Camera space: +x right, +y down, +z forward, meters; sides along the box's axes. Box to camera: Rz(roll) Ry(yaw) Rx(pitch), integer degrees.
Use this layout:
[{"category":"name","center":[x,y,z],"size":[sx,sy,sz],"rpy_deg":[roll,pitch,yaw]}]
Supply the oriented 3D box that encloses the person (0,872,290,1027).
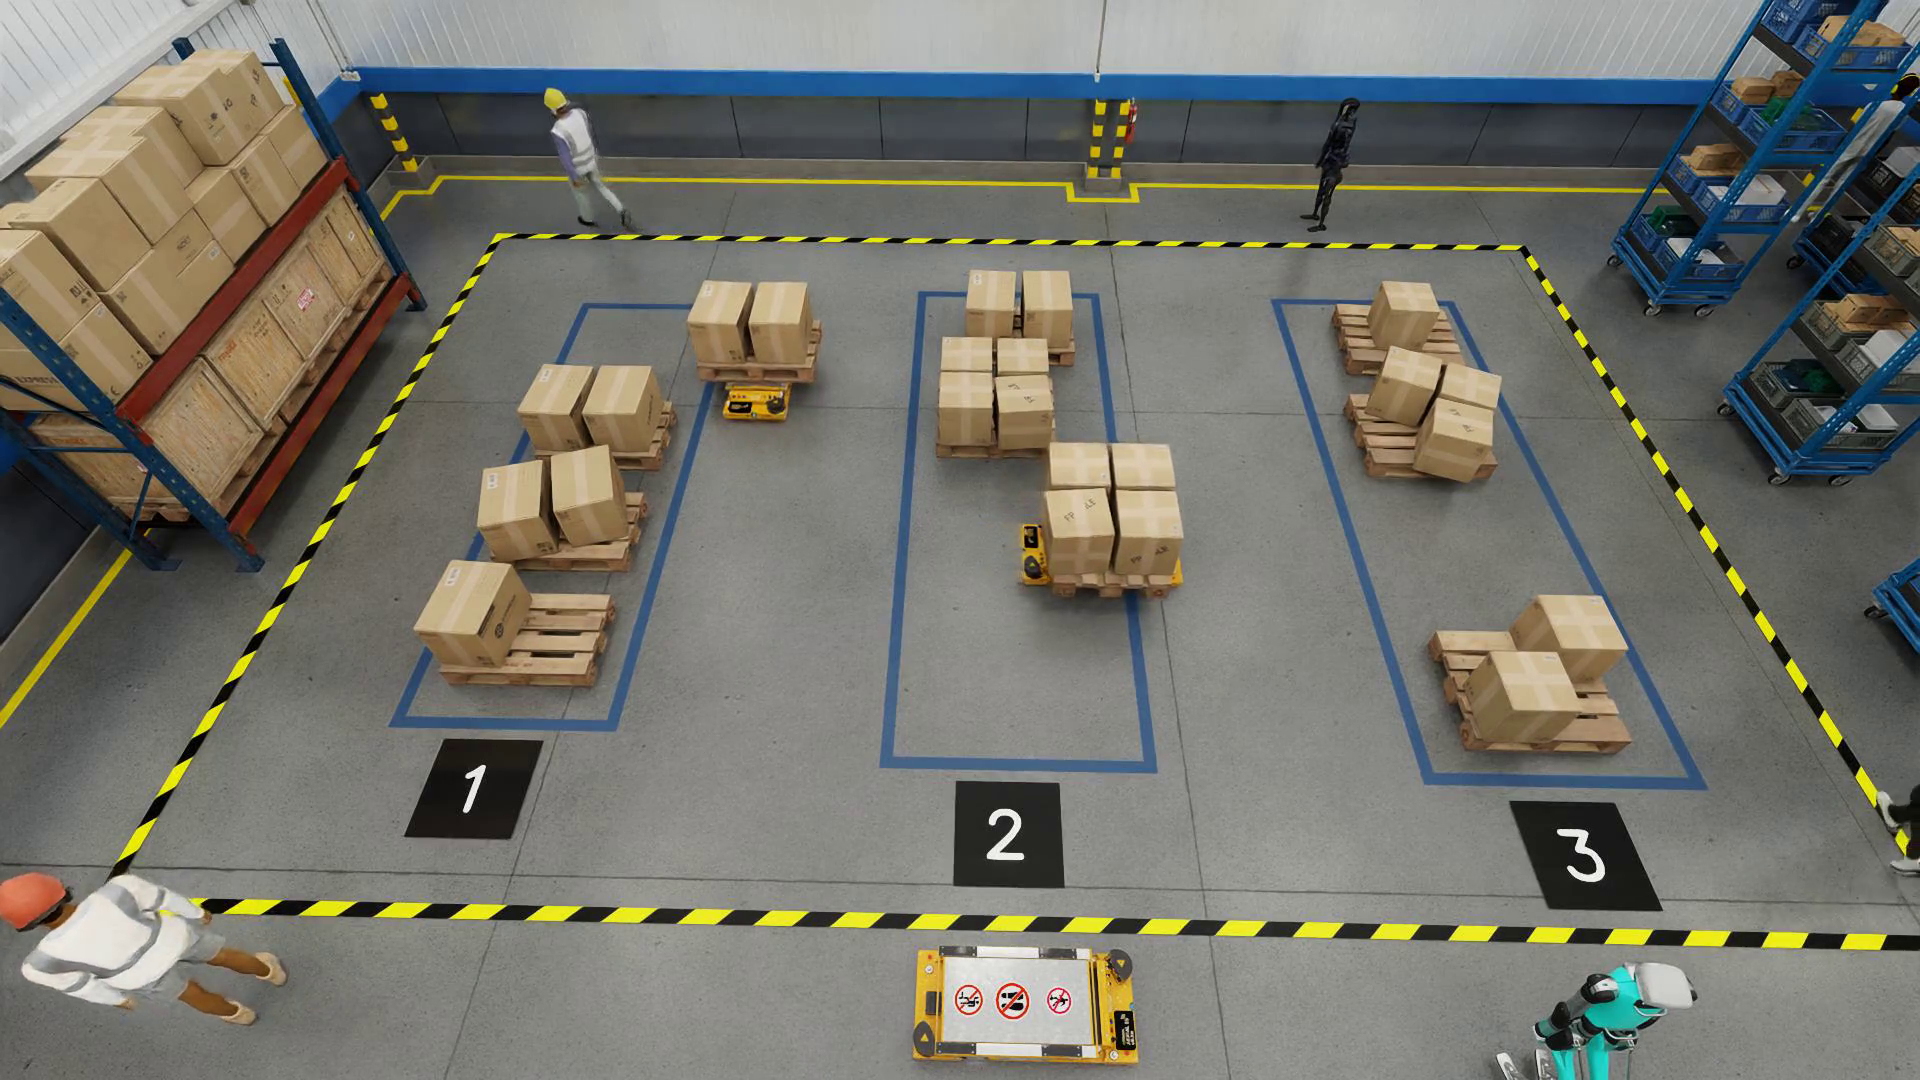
[{"category":"person","center":[-4.763,2.409,5.379],"size":[0.391,2.040,0.613],"rpy_deg":[20,54,15]}]

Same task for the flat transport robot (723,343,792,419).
[{"category":"flat transport robot","center":[-2.140,-1.880,10.000],"size":[0.652,0.197,1.431],"rpy_deg":[1,51,1]}]

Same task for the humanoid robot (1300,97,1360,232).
[{"category":"humanoid robot","center":[4.606,-4.638,11.348],"size":[0.315,1.657,0.599],"rpy_deg":[-1,51,0]}]

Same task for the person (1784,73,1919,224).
[{"category":"person","center":[11.112,-4.817,11.387],"size":[0.506,1.864,0.313],"rpy_deg":[12,52,10]}]

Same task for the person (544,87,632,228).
[{"category":"person","center":[-4.632,-4.641,11.276],"size":[0.744,1.810,0.602],"rpy_deg":[21,54,16]}]

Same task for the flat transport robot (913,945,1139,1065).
[{"category":"flat transport robot","center":[0.422,3.041,6.007],"size":[1.431,0.231,0.659],"rpy_deg":[1,51,1]}]

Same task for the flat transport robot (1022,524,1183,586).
[{"category":"flat transport robot","center":[1.291,0.100,8.386],"size":[1.431,0.197,0.652],"rpy_deg":[1,51,1]}]

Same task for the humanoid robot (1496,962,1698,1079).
[{"category":"humanoid robot","center":[3.555,2.907,5.082],"size":[0.533,1.677,0.735],"rpy_deg":[0,51,0]}]

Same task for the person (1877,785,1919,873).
[{"category":"person","center":[6.915,1.655,6.130],"size":[0.597,1.831,0.700],"rpy_deg":[13,52,10]}]
